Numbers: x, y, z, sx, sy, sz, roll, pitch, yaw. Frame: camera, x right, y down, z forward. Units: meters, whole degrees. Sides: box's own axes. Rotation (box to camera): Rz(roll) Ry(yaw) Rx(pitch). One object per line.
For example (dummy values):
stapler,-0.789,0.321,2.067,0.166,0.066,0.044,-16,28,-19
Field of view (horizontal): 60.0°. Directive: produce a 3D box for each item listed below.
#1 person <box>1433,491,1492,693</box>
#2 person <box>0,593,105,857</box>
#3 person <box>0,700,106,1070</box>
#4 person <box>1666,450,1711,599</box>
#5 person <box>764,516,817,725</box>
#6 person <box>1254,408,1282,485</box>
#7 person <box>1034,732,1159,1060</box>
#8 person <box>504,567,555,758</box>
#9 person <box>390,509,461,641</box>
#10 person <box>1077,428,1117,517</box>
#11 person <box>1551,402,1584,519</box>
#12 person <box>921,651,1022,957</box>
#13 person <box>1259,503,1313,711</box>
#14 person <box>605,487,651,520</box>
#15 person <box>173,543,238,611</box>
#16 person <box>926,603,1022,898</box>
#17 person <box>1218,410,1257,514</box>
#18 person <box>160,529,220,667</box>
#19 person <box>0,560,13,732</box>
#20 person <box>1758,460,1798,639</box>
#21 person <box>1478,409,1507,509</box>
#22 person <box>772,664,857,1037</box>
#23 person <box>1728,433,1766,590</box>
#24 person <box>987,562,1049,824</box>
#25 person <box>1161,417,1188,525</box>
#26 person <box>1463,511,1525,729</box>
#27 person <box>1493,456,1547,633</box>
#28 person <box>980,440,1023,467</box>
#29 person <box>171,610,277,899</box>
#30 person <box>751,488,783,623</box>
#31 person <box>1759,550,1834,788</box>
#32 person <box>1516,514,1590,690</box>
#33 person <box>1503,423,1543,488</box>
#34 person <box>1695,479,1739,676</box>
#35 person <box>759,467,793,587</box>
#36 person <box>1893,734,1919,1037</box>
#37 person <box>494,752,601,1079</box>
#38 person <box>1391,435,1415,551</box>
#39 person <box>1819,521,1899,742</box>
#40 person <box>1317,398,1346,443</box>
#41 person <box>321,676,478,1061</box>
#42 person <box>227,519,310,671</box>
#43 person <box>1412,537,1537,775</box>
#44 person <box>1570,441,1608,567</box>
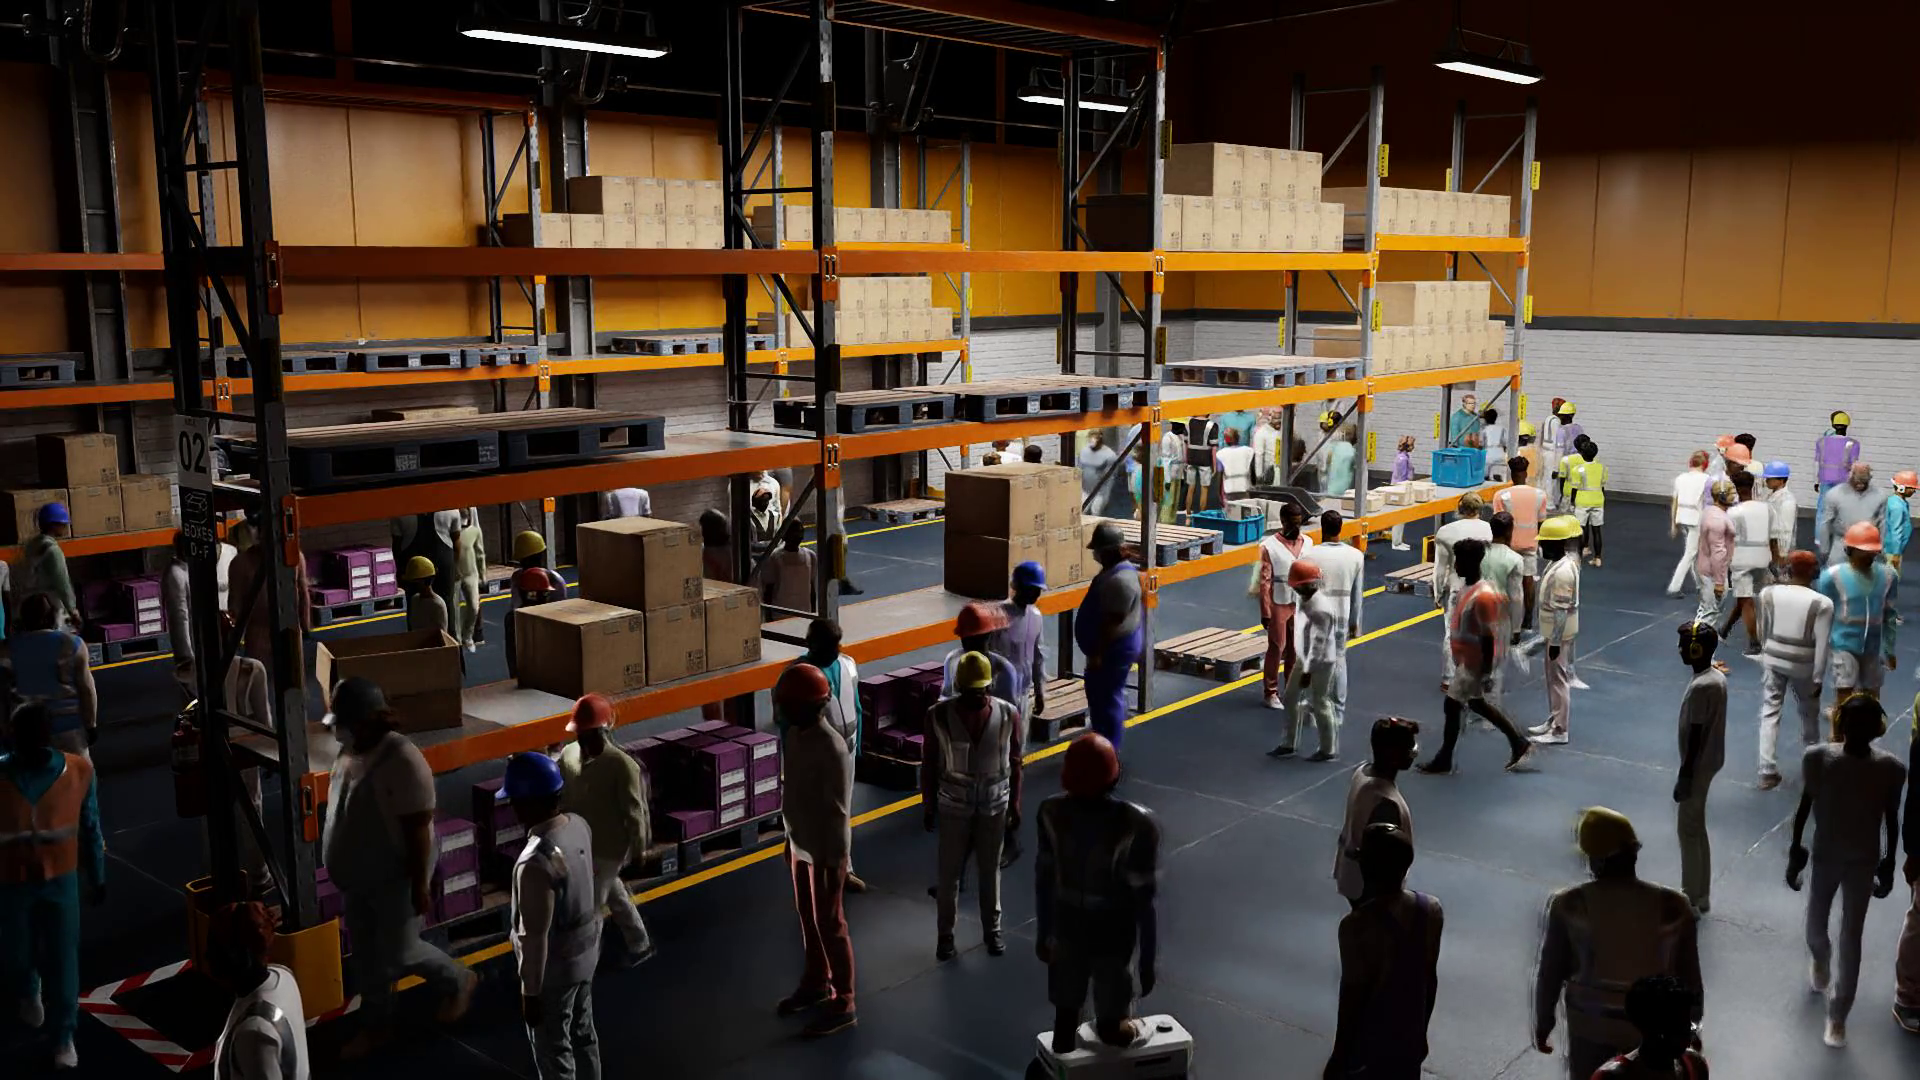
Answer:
person,4.777,0.499,15.656,0.634,1.931,0.359,3,10,16
person,-6.189,1.271,11.312,0.620,1.837,0.430,-2,10,-12
person,-4.712,1.707,8.488,0.631,1.901,0.619,-6,11,-31
person,8.915,-0.191,20.155,0.932,1.803,0.577,-3,10,-20
person,-1.480,0.698,14.698,0.508,1.847,0.345,-6,11,-31
person,4.697,-1.036,24.915,0.654,1.897,0.403,-6,11,-34
person,0.647,1.802,7.659,0.666,2.005,0.717,5,11,27
person,-3.250,1.075,12.730,0.339,1.747,0.565,-9,13,-43
person,-5.440,0.218,16.982,0.681,2.000,0.535,-3,10,-19
person,1.746,-0.559,22.033,0.667,1.906,0.652,8,12,39
person,9.251,-1.137,25.412,0.590,1.927,0.367,-8,12,-38
person,0.073,1.537,9.740,0.600,1.827,0.404,-1,10,-8
person,2.960,0.598,15.122,0.595,1.909,0.405,-6,11,-31
person,-3.962,-0.071,19.864,0.549,1.659,0.571,-4,10,-21
person,-6.740,0.696,14.855,0.699,1.811,0.583,-9,13,-43
person,0.123,1.326,10.852,0.545,1.893,1.008,8,13,41
person,4.460,-1.400,26.779,0.611,1.995,0.375,1,10,4
person,-6.281,0.839,13.680,0.404,1.906,0.649,-2,10,-9
person,-8.321,0.789,14.158,0.329,1.844,0.517,5,11,28
person,8.803,0.104,17.973,0.415,1.939,0.611,2,10,9
person,8.773,-1.336,27.452,0.540,1.642,0.863,0,10,2
person,-0.786,1.619,8.803,0.409,1.984,0.613,-5,11,-29
person,9.715,-0.349,20.629,0.608,1.958,0.378,-6,11,-31
person,0.373,1.111,12.073,0.464,1.910,0.650,8,13,41
person,3.131,-0.938,24.255,0.397,1.920,0.586,5,11,29
person,4.640,0.696,14.532,0.393,1.911,0.589,-6,11,-32
person,6.091,0.055,18.201,0.604,1.959,0.377,-1,10,-5
person,0.538,-0.488,21.697,0.584,1.879,0.361,0,10,2
person,-4.661,1.372,10.562,0.574,1.884,0.358,-2,10,-11
person,-2.162,0.241,18.075,0.514,1.634,0.313,-6,11,-34
person,6.566,0.981,13.038,0.570,1.831,0.995,9,13,44
person,5.686,0.571,15.875,0.643,1.701,0.512,7,12,34
person,7.513,-0.611,22.327,0.591,1.912,0.399,-4,10,-24
person,7.478,0.358,16.451,0.372,1.940,0.630,3,10,18
person,-2.384,-0.378,20.541,0.536,2.000,0.673,-6,11,-33
person,5.247,1.624,8.723,0.617,1.993,0.396,-1,10,-7
person,-1.816,1.877,7.390,0.419,1.939,0.606,1,10,8
person,6.244,-0.663,23.471,0.319,1.631,0.524,2,10,10
person,7.174,0.825,13.403,0.623,2.022,0.650,0,10,1
person,6.778,-1.917,30.217,0.690,1.896,0.567,-6,11,-32
person,-2.910,1.638,8.507,0.709,2.000,0.700,7,12,36
person,-5.935,0.741,14.320,0.675,1.894,0.403,-6,11,-33
person,4.117,0.920,13.137,0.917,1.927,0.608,1,10,6
person,8.362,-0.469,22.158,0.530,1.692,0.322,-2,10,-12
